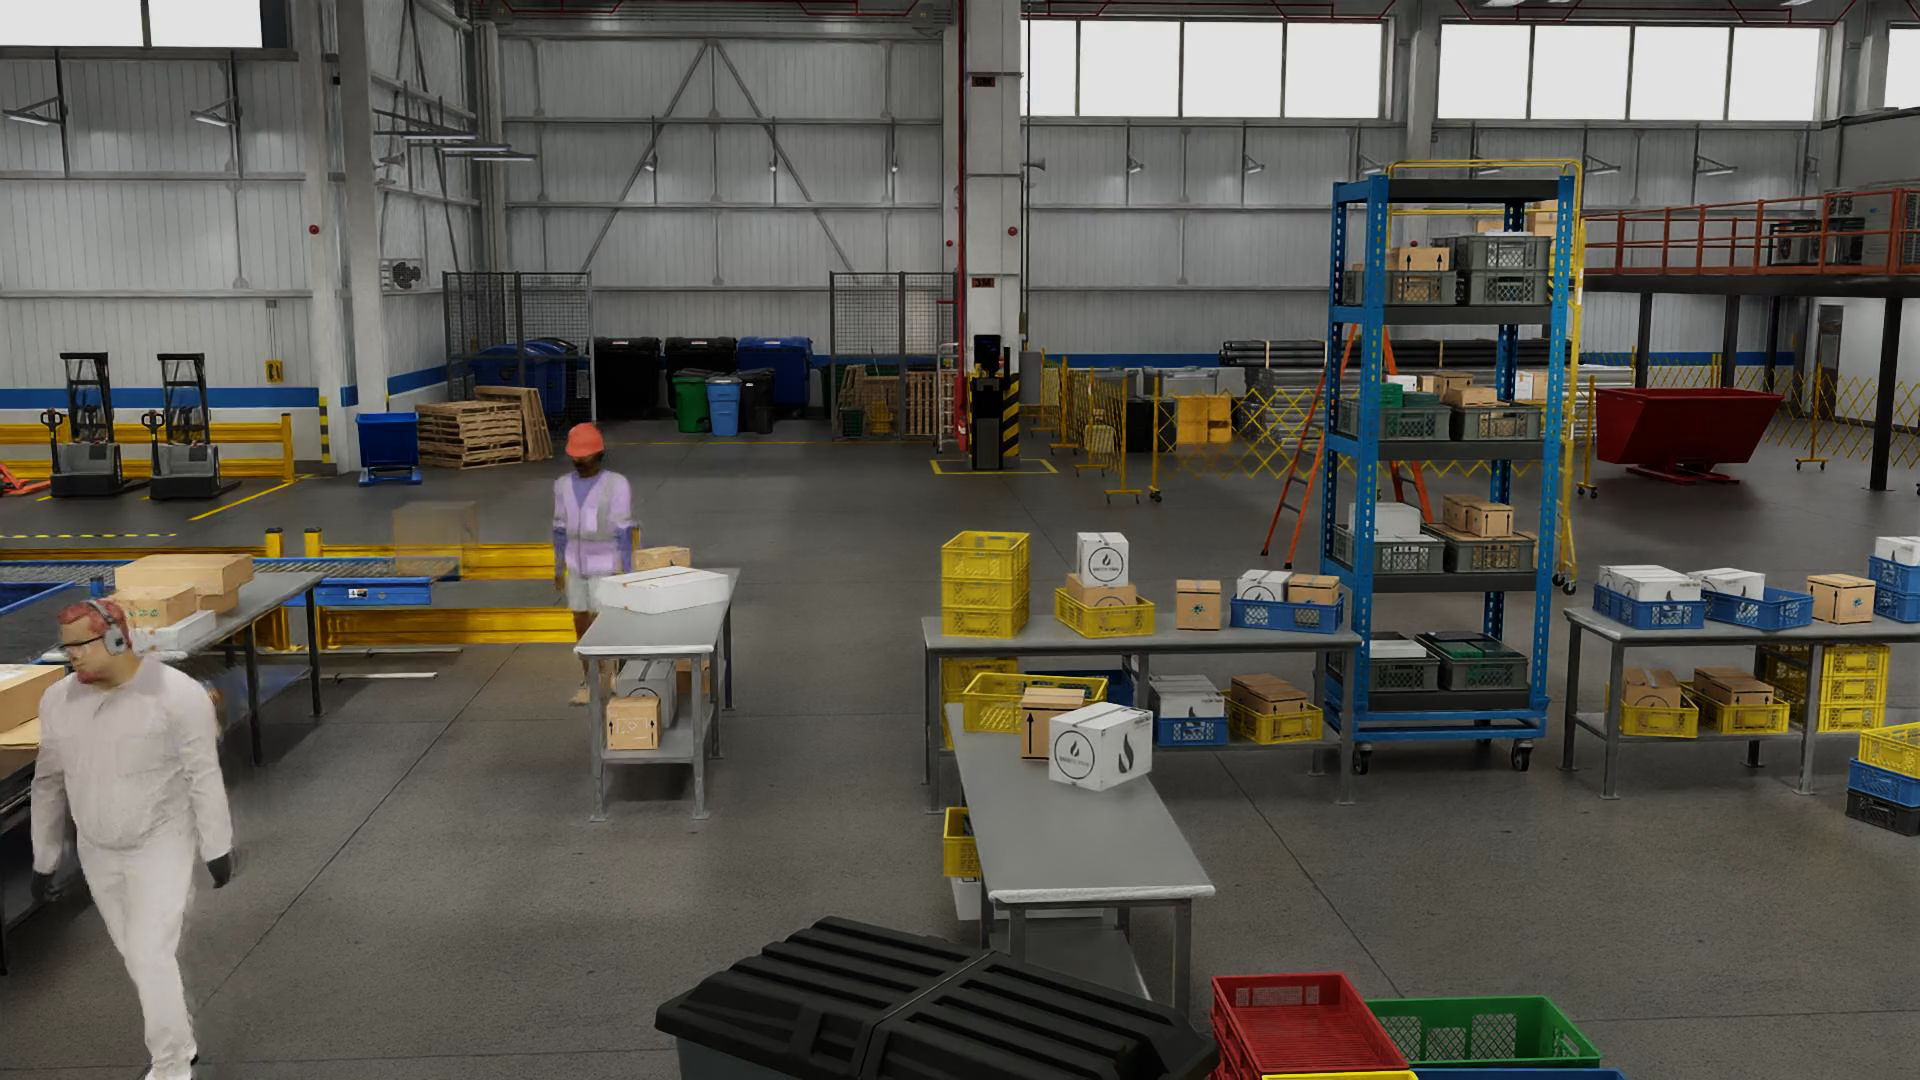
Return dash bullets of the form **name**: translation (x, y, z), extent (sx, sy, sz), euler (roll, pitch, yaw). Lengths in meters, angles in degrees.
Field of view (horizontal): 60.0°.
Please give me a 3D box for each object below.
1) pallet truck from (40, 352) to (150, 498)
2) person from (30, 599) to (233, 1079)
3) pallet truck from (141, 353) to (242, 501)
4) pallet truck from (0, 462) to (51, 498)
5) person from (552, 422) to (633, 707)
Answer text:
- **pallet truck**: translation (-11.907, -1.642, 23.165), extent (0.823, 1.965, 1.885), euler (0, 9, 0)
- **person**: translation (-3.041, 1.148, 6.012), extent (0.657, 1.877, 0.708), euler (1, 9, 8)
- **pallet truck**: translation (-10.520, -1.604, 22.925), extent (0.823, 1.965, 1.885), euler (-1, 9, -6)
- **pallet truck**: translation (-13.193, -1.293, 23.148), extent (0.653, 1.274, 1.630), euler (-1, 9, -4)
- **person**: translation (-2.585, 0.175, 11.673), extent (0.631, 2.022, 0.491), euler (4, 10, 22)
